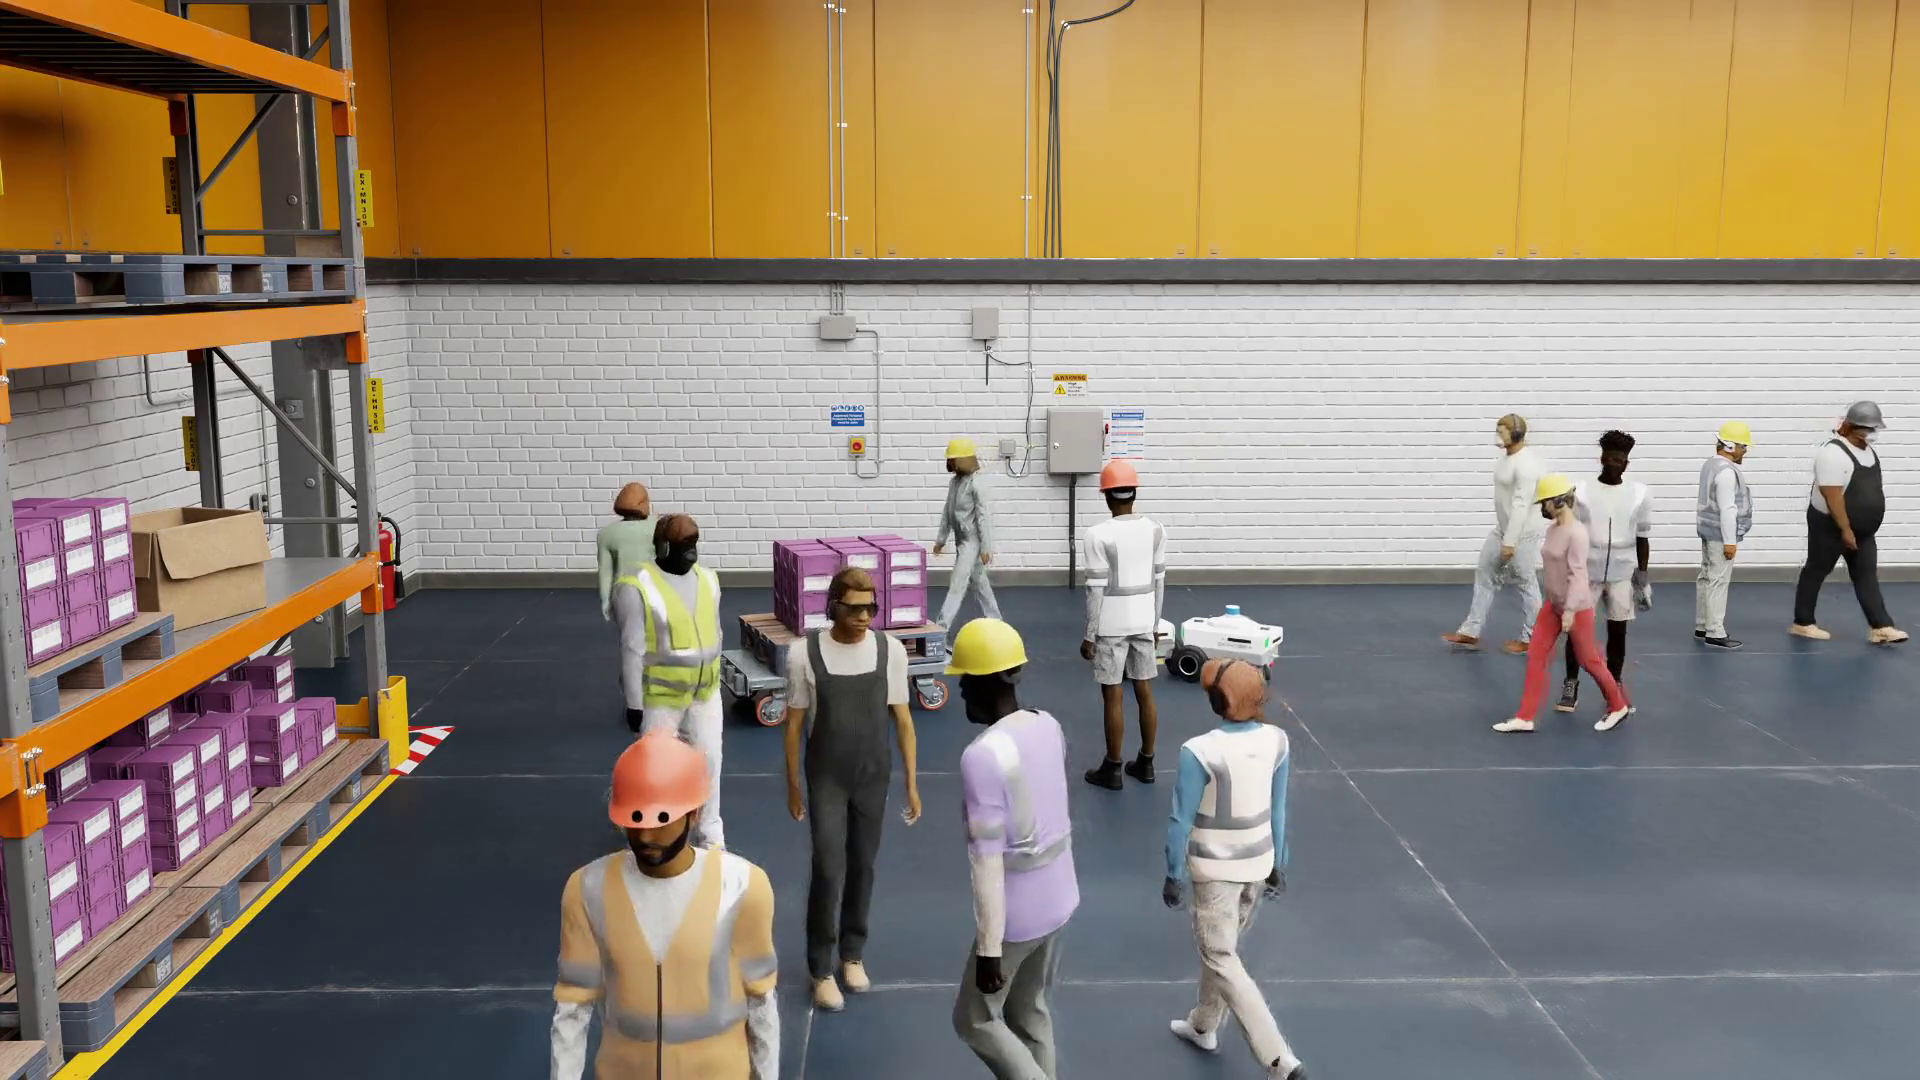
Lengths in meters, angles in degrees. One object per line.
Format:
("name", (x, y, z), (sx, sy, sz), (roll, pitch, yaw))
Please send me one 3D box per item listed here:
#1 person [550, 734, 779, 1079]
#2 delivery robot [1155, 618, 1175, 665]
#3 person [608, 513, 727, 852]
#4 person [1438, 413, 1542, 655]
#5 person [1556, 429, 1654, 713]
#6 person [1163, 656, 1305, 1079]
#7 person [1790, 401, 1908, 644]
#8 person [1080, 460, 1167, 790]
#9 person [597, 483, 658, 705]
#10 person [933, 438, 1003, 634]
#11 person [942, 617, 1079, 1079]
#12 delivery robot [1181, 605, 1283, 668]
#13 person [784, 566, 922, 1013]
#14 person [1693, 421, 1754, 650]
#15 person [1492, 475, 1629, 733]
("person", (-0.763, 1.406, 4.296), (0.570, 1.880, 1.013), (1, 9, 3))
("delivery robot", (1.343, 0.673, 12.553), (0.477, 0.478, 0.707), (-3, 10, -17))
("person", (-1.483, 0.752, 8.492), (0.630, 1.817, 0.835), (-9, 13, -44))
("person", (4.185, -0.031, 13.008), (0.885, 1.906, 0.661), (0, 9, -1))
("person", (4.388, 0.222, 11.341), (0.651, 1.954, 0.375), (1, 9, 9))
("person", (1.028, 1.235, 6.169), (0.522, 1.610, 0.763), (-6, 11, -34))
("person", (7.196, -0.155, 13.376), (0.696, 2.000, 0.970), (-5, 11, -30))
("person", (0.935, 0.496, 9.729), (0.546, 1.928, 0.385), (-5, 10, -27))
("person", (-2.208, 0.408, 11.279), (0.491, 1.594, 0.786), (0, 9, 0))
("person", (-0.009, 0.035, 13.265), (0.906, 1.692, 0.502), (-4, 10, -23))
("person", (0.158, 1.203, 5.488), (0.503, 1.899, 0.650), (4, 10, 25))
("delivery robot", (2.001, 0.725, 12.235), (0.707, 0.478, 0.477), (5, 11, 30))
("person", (-0.440, 1.011, 6.858), (0.521, 1.825, 0.540), (-3, 10, -18))
("person", (6.132, -0.044, 13.362), (0.403, 1.822, 0.589), (2, 9, 10))
("person", (3.988, 0.422, 10.850), (0.905, 1.699, 0.551), (-2, 9, -10))
